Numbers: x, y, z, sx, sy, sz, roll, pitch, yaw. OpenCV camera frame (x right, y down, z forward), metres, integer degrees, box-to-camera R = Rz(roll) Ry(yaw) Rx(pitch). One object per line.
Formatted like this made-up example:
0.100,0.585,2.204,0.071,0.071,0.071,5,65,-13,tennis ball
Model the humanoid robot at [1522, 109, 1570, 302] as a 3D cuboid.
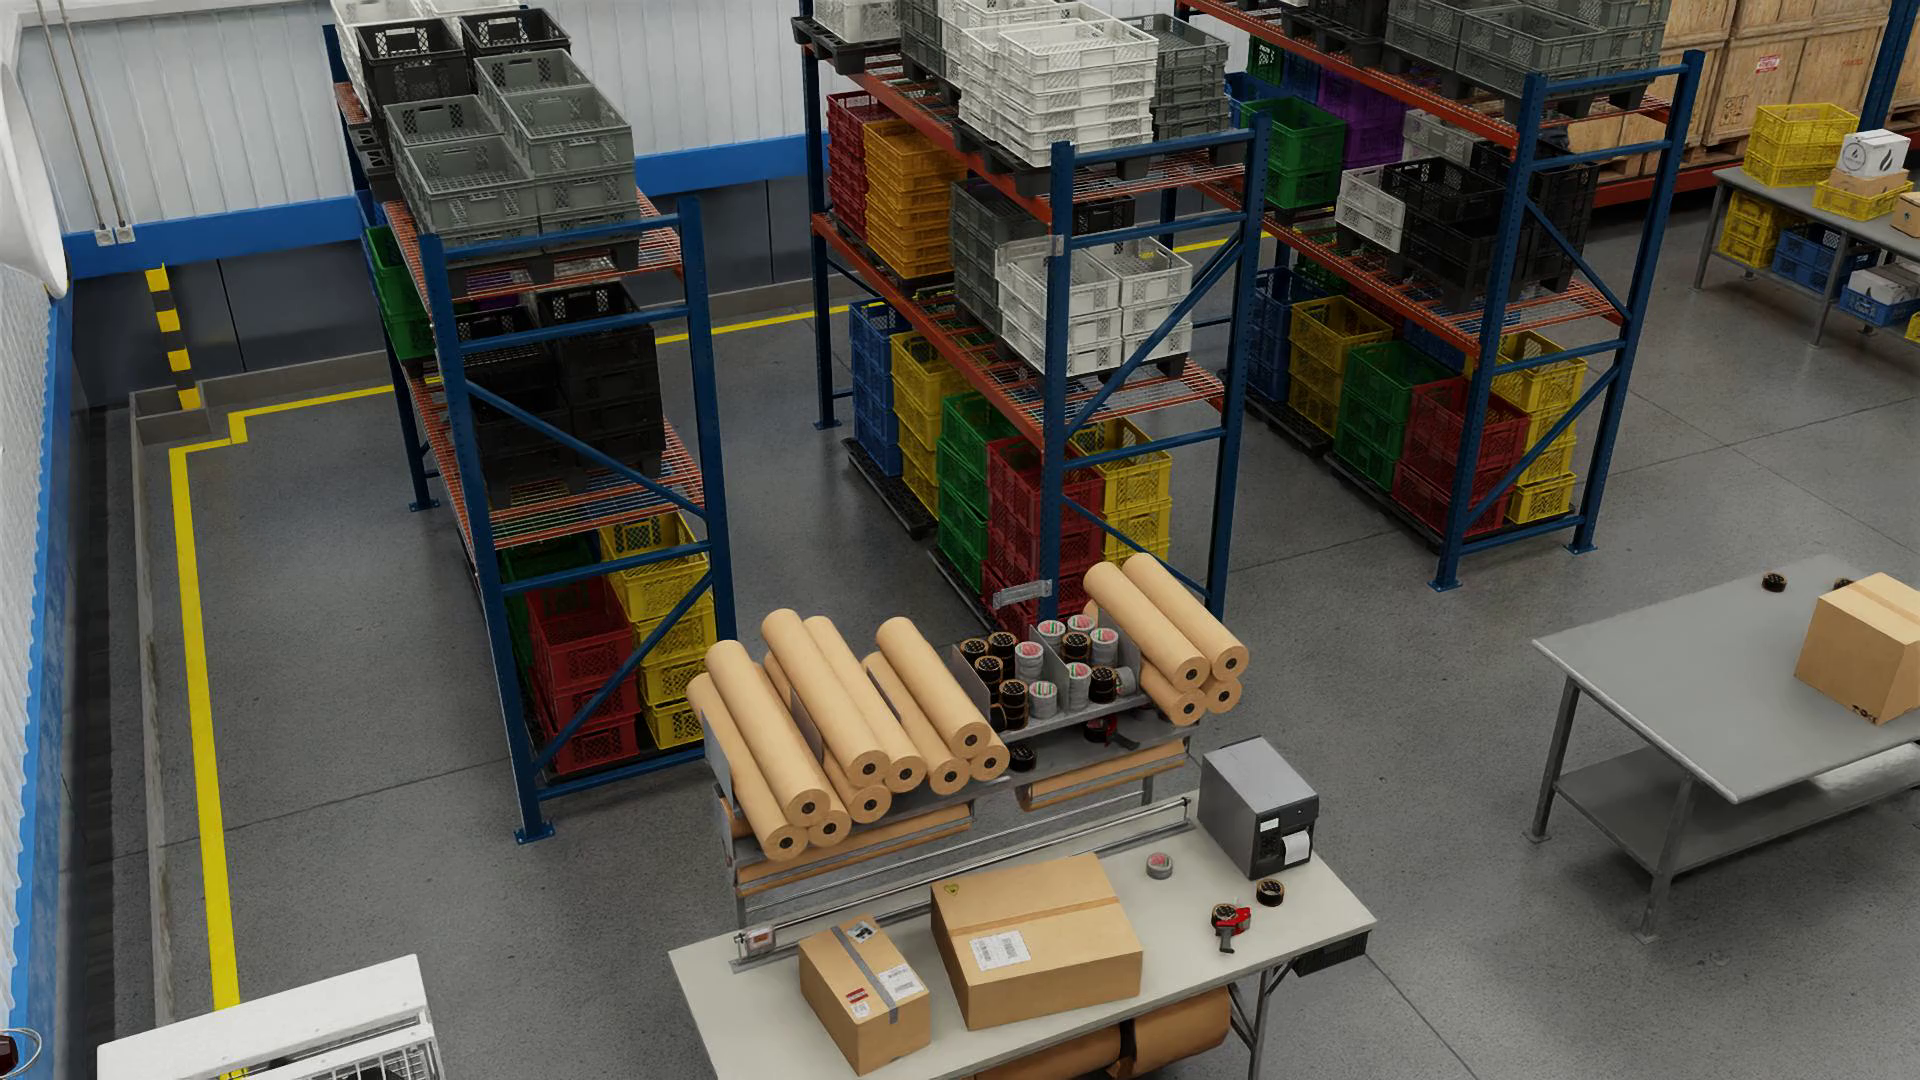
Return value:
4.496,-2.639,12.900,0.320,1.657,0.612,-8,33,-13,humanoid robot
